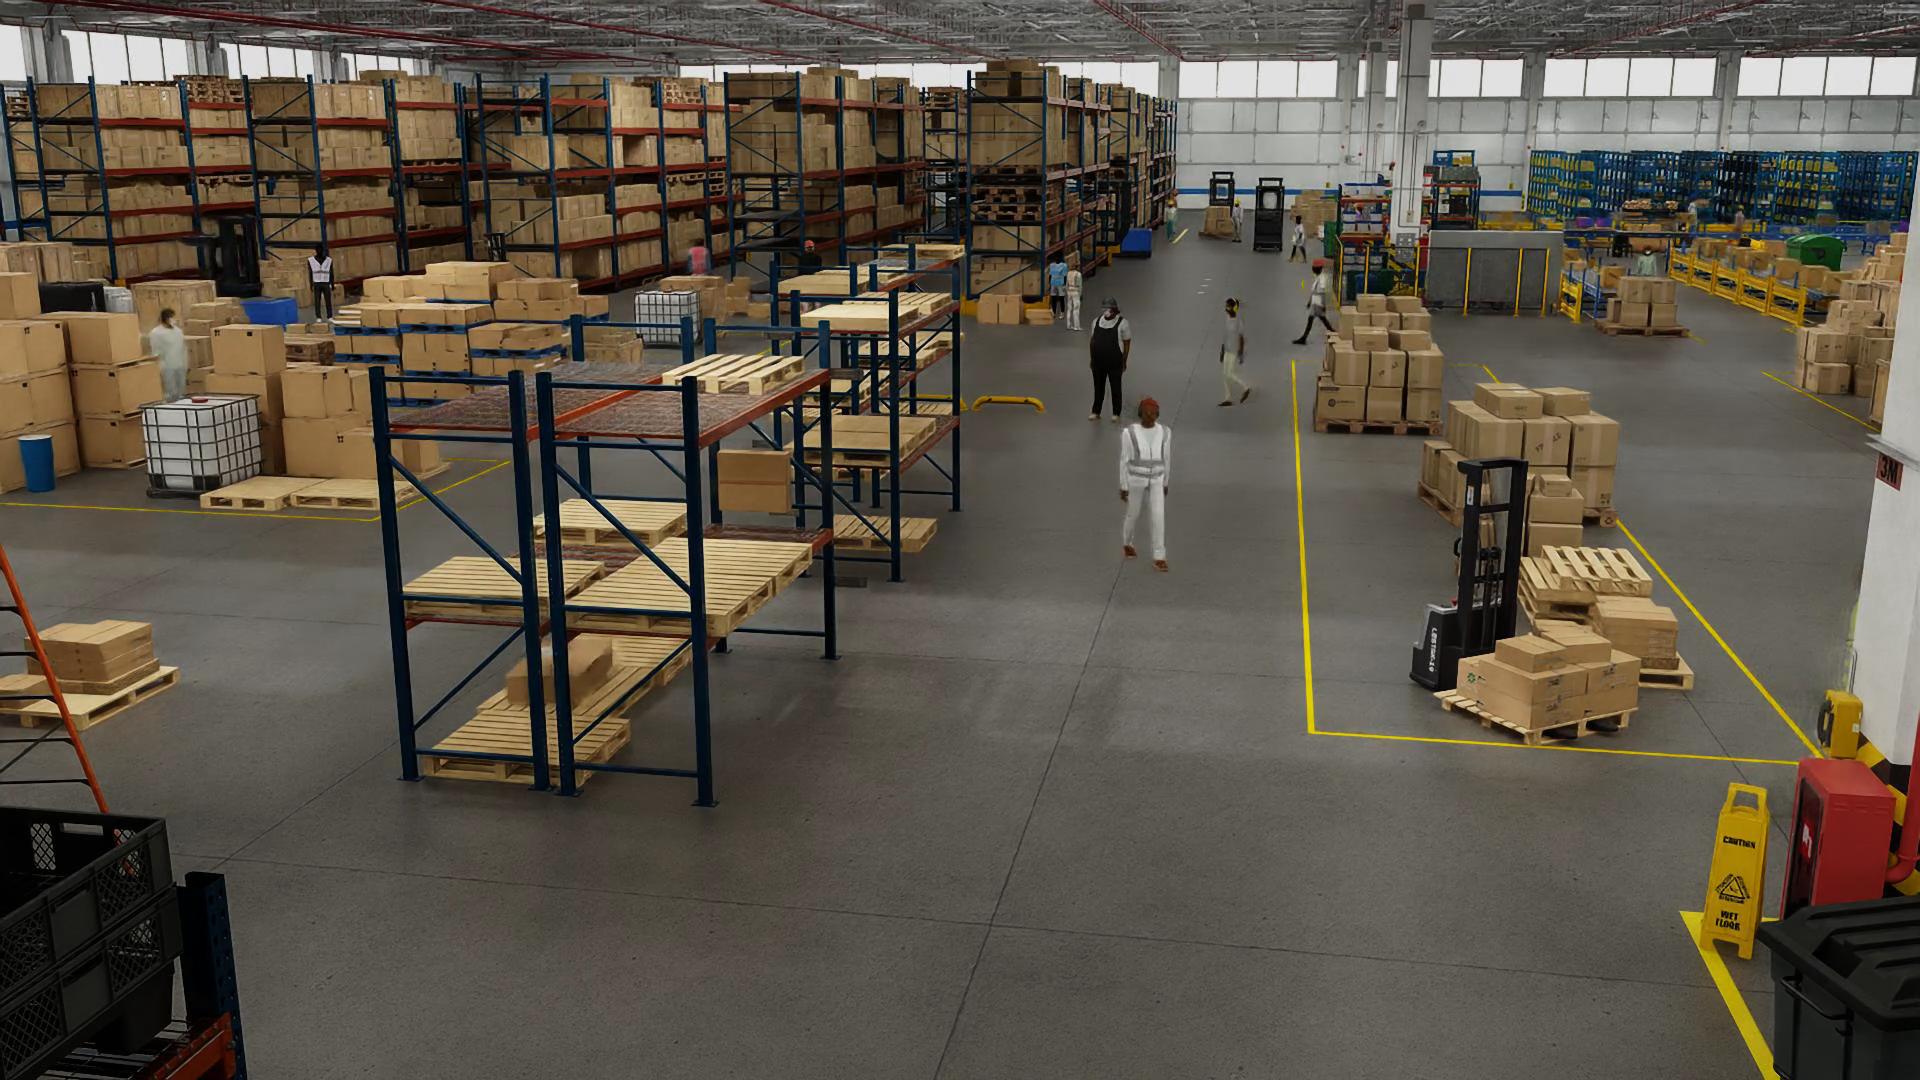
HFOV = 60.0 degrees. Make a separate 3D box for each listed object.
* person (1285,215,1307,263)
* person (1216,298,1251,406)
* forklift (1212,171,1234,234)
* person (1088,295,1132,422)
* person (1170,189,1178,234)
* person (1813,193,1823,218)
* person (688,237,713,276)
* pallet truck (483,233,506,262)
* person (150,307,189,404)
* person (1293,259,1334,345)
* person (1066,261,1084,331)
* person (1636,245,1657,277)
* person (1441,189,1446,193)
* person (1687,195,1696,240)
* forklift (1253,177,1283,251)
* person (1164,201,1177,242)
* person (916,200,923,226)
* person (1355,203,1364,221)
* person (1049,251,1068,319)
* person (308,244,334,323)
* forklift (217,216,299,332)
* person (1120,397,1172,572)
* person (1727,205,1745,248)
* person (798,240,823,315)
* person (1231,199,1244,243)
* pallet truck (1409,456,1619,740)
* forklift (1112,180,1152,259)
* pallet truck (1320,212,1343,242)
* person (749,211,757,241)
[{"bbox_3d":[11.966,-10.678,59.052,0.838,1.651,0.555,-3,14,-13],"label":"person"},{"bbox_3d":[4.643,-3.189,28.265,0.498,1.856,0.518,-5,15,-21],"label":"person"},{"bbox_3d":[11.742,-15.106,74.533,1.129,2.768,1.873,3,14,10],"label":"forklift"},{"bbox_3d":[2.374,-2.912,26.754,0.677,2.000,0.536,7,15,26],"label":"person"},{"bbox_3d":[9.740,-14.969,75.797,0.383,1.996,0.609,-2,14,-7],"label":"person"},{"bbox_3d":[41.274,-15.914,80.005,0.780,1.818,0.583,9,17,33],"label":"person"},{"bbox_3d":[-6.936,-7.201,44.610,0.651,1.823,0.466,3,14,12],"label":"person"},{"bbox_3d":[-11.832,-7.026,43.548,1.885,1.965,0.823,8,16,28],"label":"pallet truck"},{"bbox_3d":[-12.312,-2.674,26.013,0.443,1.929,0.649,4,14,17],"label":"person"},{"bbox_3d":[7.872,-5.212,36.431,1.007,1.893,0.552,1,14,3],"label":"person"},{"bbox_3d":[2.686,-5.726,39.010,0.308,1.638,0.511,-11,18,-38],"label":"person"},{"bbox_3d":[18.438,-7.127,44.732,0.505,1.614,0.653,1,14,4],"label":"person"},{"bbox_3d":[23.542,-16.245,81.343,0.404,1.826,0.590,7,16,27],"label":"person"},{"bbox_3d":[31.437,-13.844,71.435,0.999,1.908,0.621,8,16,31],"label":"person"},{"bbox_3d":[12.083,-12.747,64.956,1.129,2.768,1.873,3,14,10],"label":"forklift"},{"bbox_3d":[8.890,-13.495,70.380,0.543,1.725,0.918,2,14,9],"label":"person"},{"bbox_3d":[-2.003,-16.497,82.143,0.543,1.928,0.370,-4,14,-15],"label":"person"},{"bbox_3d":[15.169,-11.871,63.340,0.364,1.939,0.542,1,14,4],"label":"person"},{"bbox_3d":[2.432,-6.346,41.406,0.535,1.697,0.318,10,17,34],"label":"person"},{"bbox_3d":[-15.623,-6.284,40.720,0.588,1.911,0.395,-7,16,-27],"label":"person"},{"bbox_3d":[-15.258,-5.478,35.444,1.873,2.768,1.129,3,14,10],"label":"forklift"},{"bbox_3d":[1.993,-0.633,17.927,0.586,1.839,0.971,-3,14,-11],"label":"person"},{"bbox_3d":[30.806,-12.403,65.907,0.746,1.744,0.530,0,14,0],"label":"person"},{"bbox_3d":[-3.686,-6.403,41.054,0.614,1.983,0.417,-4,14,-15],"label":"person"},{"bbox_3d":[11.607,-13.372,69.681,0.403,1.826,0.592,-10,17,-34],"label":"person"},{"bbox_3d":[4.504,0.400,13.395,0.823,1.965,1.885,-6,15,-23],"label":"pallet truck"},{"bbox_3d":[6.082,-11.722,60.796,1.873,2.768,1.129,2,14,9],"label":"forklift"},{"bbox_3d":[15.874,-13.227,70.310,0.680,1.201,1.601,10,17,35],"label":"pallet truck"},{"bbox_3d":[-8.647,-13.350,69.988,0.525,1.620,0.404,7,15,26],"label":"person"}]
